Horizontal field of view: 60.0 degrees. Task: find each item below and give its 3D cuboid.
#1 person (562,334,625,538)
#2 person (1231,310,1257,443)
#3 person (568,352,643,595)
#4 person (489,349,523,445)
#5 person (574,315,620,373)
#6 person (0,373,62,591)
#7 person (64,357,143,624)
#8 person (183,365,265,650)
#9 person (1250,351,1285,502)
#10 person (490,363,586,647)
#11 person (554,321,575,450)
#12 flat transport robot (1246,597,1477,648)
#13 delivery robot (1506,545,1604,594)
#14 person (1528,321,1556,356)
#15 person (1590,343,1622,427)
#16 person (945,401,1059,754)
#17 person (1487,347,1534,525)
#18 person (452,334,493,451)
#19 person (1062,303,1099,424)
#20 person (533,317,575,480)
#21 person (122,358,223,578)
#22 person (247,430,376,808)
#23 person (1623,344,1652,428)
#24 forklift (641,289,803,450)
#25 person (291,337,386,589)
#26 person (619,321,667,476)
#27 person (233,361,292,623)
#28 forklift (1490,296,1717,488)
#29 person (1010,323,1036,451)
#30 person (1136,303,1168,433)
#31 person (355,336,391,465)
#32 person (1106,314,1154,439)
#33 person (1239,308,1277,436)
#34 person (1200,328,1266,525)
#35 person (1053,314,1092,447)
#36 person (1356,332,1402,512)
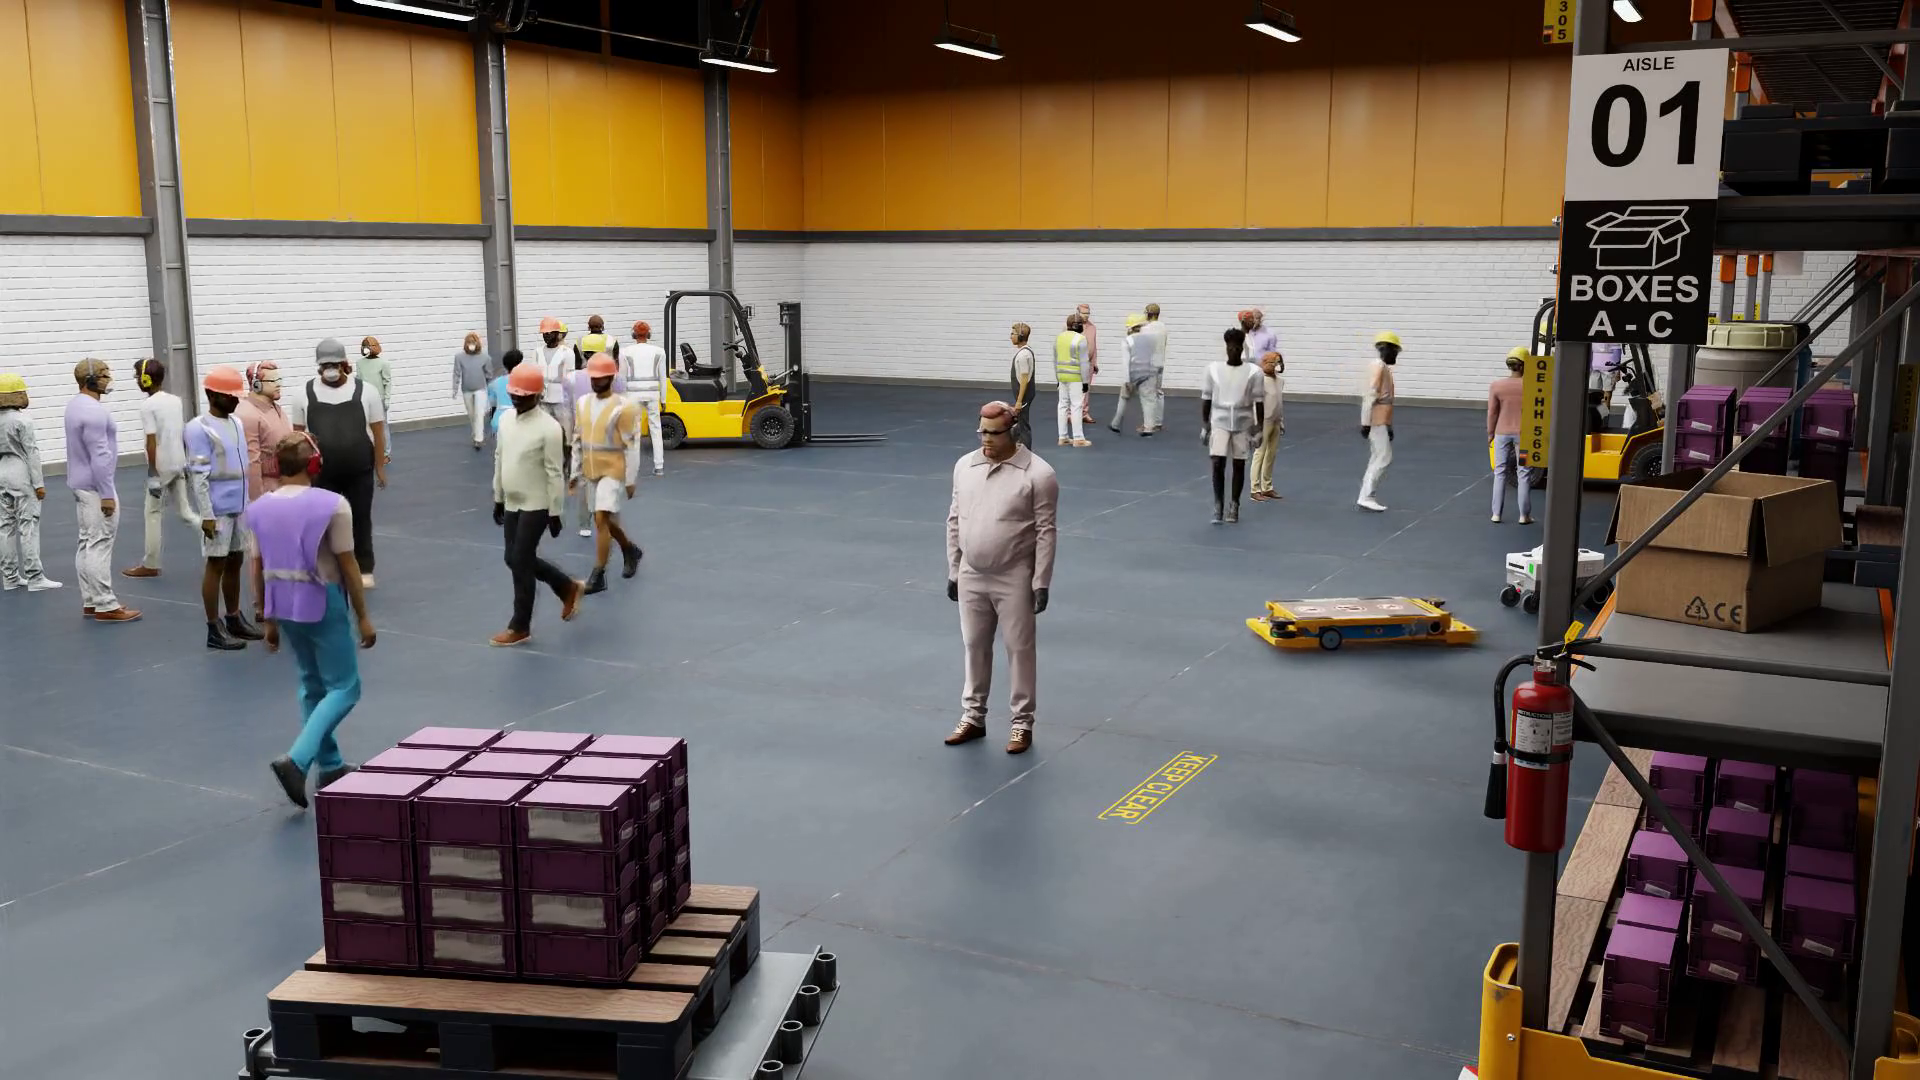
[{"bbox_3d":[-3.441,-0.979,15.727,0.590,1.927,0.367,-1,10,-6],"label":"person"},{"bbox_3d":[4.015,-2.296,23.475,0.355,1.885,0.574,6,11,30],"label":"person"},{"bbox_3d":[-2.819,-0.563,13.374,0.542,1.912,0.900,5,11,29],"label":"person"},{"bbox_3d":[-4.764,-1.174,17.561,0.549,1.676,0.618,2,10,14],"label":"person"},{"bbox_3d":[-4.935,-2.146,22.731,0.627,1.844,0.429,-1,10,-7],"label":"person"},{"bbox_3d":[-7.493,-0.460,13.253,0.487,1.744,0.294,3,10,18],"label":"person"},{"bbox_3d":[-6.289,-0.362,12.119,0.376,1.940,0.629,-8,13,-39],"label":"person"},{"bbox_3d":[-4.992,-0.226,11.361,0.382,1.932,0.553,1,10,8],"label":"person"},{"bbox_3d":[3.361,-1.241,18.091,0.507,1.631,0.265,-9,14,-44],"label":"person"},{"bbox_3d":[-2.907,-0.259,11.469,0.639,1.959,0.722,9,13,42],"label":"person"},{"bbox_3d":[-5.442,-2.106,22.718,0.525,1.769,0.327,4,11,23],"label":"person"},{"bbox_3d":[2.782,0.564,11.582,1.431,0.197,0.652,-1,10,-8],"label":"flat transport robot"},{"bbox_3d":[4.495,0.204,12.572,0.707,0.478,0.477,-3,10,-19],"label":"delivery robot"},{"bbox_3d":[7.502,-1.908,21.423,0.404,1.824,0.586,-1,10,-6],"label":"person"},{"bbox_3d":[9.502,-2.541,24.435,0.390,2.041,0.614,-4,10,-20],"label":"person"},{"bbox_3d":[0.198,0.198,8.990,0.638,1.902,0.407,5,11,27],"label":"person"},{"bbox_3d":[5.503,-1.033,16.524,0.526,1.762,0.336,5,11,26],"label":"person"},{"bbox_3d":[-6.671,-2.026,22.790,0.510,1.582,0.895,-1,10,-4],"label":"person"},{"bbox_3d":[1.920,-2.775,26.202,0.639,1.902,0.407,-6,12,-33],"label":"person"},{"bbox_3d":[-4.820,-1.670,19.698,0.545,1.939,0.354,2,10,11],"label":"person"},{"bbox_3d":[-6.516,-0.582,13.695,0.843,1.841,0.570,2,10,9],"label":"person"},{"bbox_3d":[-3.185,0.379,8.149,0.607,1.825,0.719,4,10,20],"label":"person"},{"bbox_3d":[9.481,-2.074,22.994,0.777,1.603,0.507,2,10,13],"label":"person"},{"bbox_3d":[-3.358,-2.392,23.136,2.313,2.155,1.214,-1,10,-5],"label":"forklift"},{"bbox_3d":[-4.917,-0.597,13.186,0.688,2.000,0.536,-3,10,-19],"label":"person"},{"bbox_3d":[-3.822,-1.702,20.076,0.572,1.876,0.355,-3,10,-18],"label":"person"},{"bbox_3d":[-5.031,-0.353,12.163,0.409,1.907,0.651,-1,10,-4],"label":"person"},{"bbox_3d":[7.296,-1.677,18.993,2.313,2.155,1.214,5,11,27],"label":"forklift"},{"bbox_3d":[0.744,-1.719,20.247,0.345,1.846,0.507,1,10,5],"label":"person"},{"bbox_3d":[2.876,-2.574,24.929,0.372,1.940,0.630,6,12,32],"label":"person"},{"bbox_3d":[-7.470,-1.773,21.175,0.499,1.633,0.286,2,10,13],"label":"person"},{"bbox_3d":[2.515,-2.384,24.255,0.595,1.787,0.935,-5,11,-29],"label":"person"},{"bbox_3d":[4.382,-2.514,24.778,0.647,1.876,0.918,5,11,26],"label":"person"},{"bbox_3d":[2.682,-1.100,16.389,0.634,1.932,0.789,2,10,10],"label":"person"},{"bbox_3d":[1.576,-2.224,23.195,0.430,1.841,0.624,-8,13,-39],"label":"person"},{"bbox_3d":[4.370,-1.228,17.340,0.409,1.863,0.683,3,10,17],"label":"person"}]
